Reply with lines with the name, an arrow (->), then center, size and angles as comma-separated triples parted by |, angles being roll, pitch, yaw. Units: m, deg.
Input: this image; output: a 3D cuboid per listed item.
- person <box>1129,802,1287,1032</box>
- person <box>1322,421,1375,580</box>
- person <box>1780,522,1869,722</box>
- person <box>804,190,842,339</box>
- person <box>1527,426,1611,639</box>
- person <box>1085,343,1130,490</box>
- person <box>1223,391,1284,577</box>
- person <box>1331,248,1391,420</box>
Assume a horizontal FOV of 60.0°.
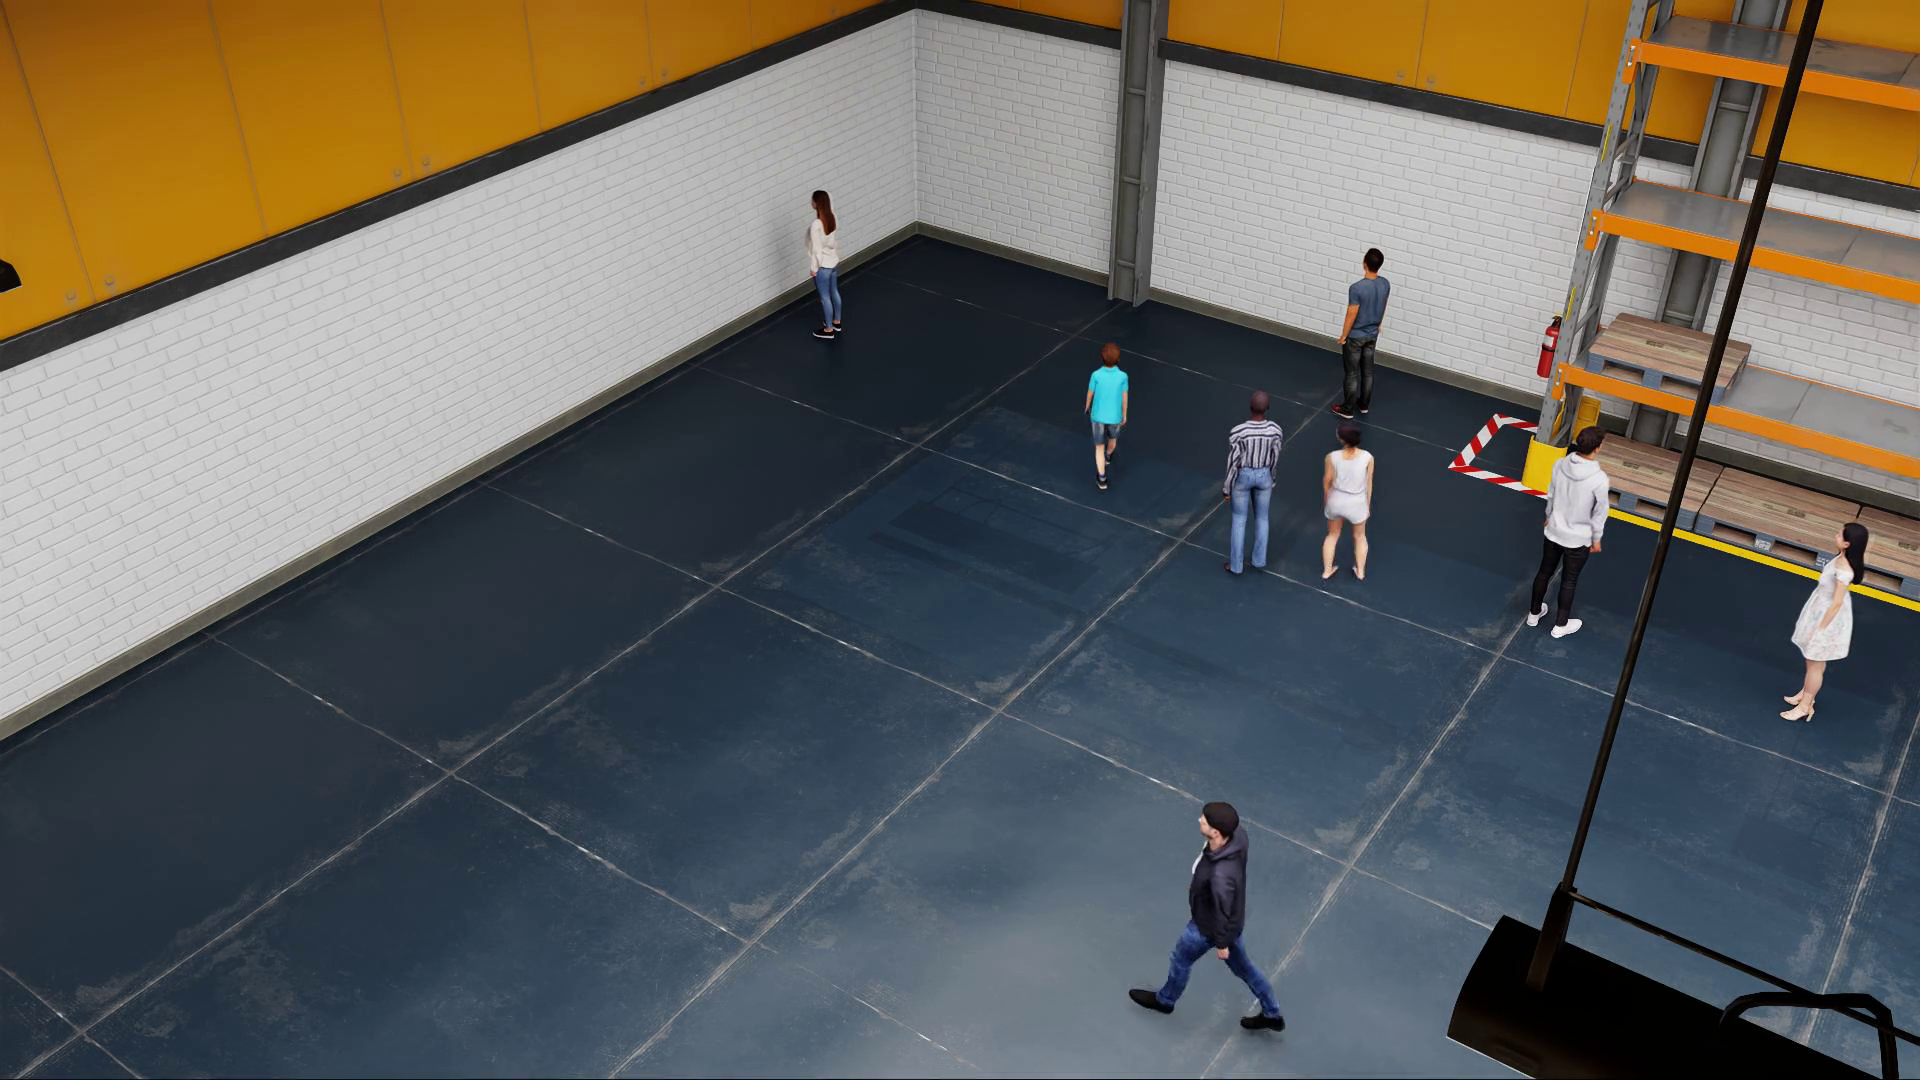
person -> 1.660, 2.327, 10.107 | 1.285, 1.849, 0.838 | 14, 36, 19
person -> 3.272, -0.291, 14.275 | 0.635, 1.596, 0.769 | 14, 36, 20
person -> 6.618, 0.629, 12.730 | 0.629, 1.773, 0.646 | 19, 38, 27
person -> -1.493, -3.047, 18.334 | 0.597, 1.691, 0.657 | 15, 36, 21
person -> 5.002, -0.077, 13.650 | 0.786, 1.931, 0.616 | -27, 42, -34
person -> 1.390, -1.156, 15.742 | 0.950, 1.412, 0.930 | 0, 34, -1
person -> 2.520, -0.479, 14.377 | 0.693, 1.794, 0.754 | -6, 34, -8
person -> 4.061, -2.089, 16.787 | 0.731, 1.810, 0.701 | -17, 37, -23
